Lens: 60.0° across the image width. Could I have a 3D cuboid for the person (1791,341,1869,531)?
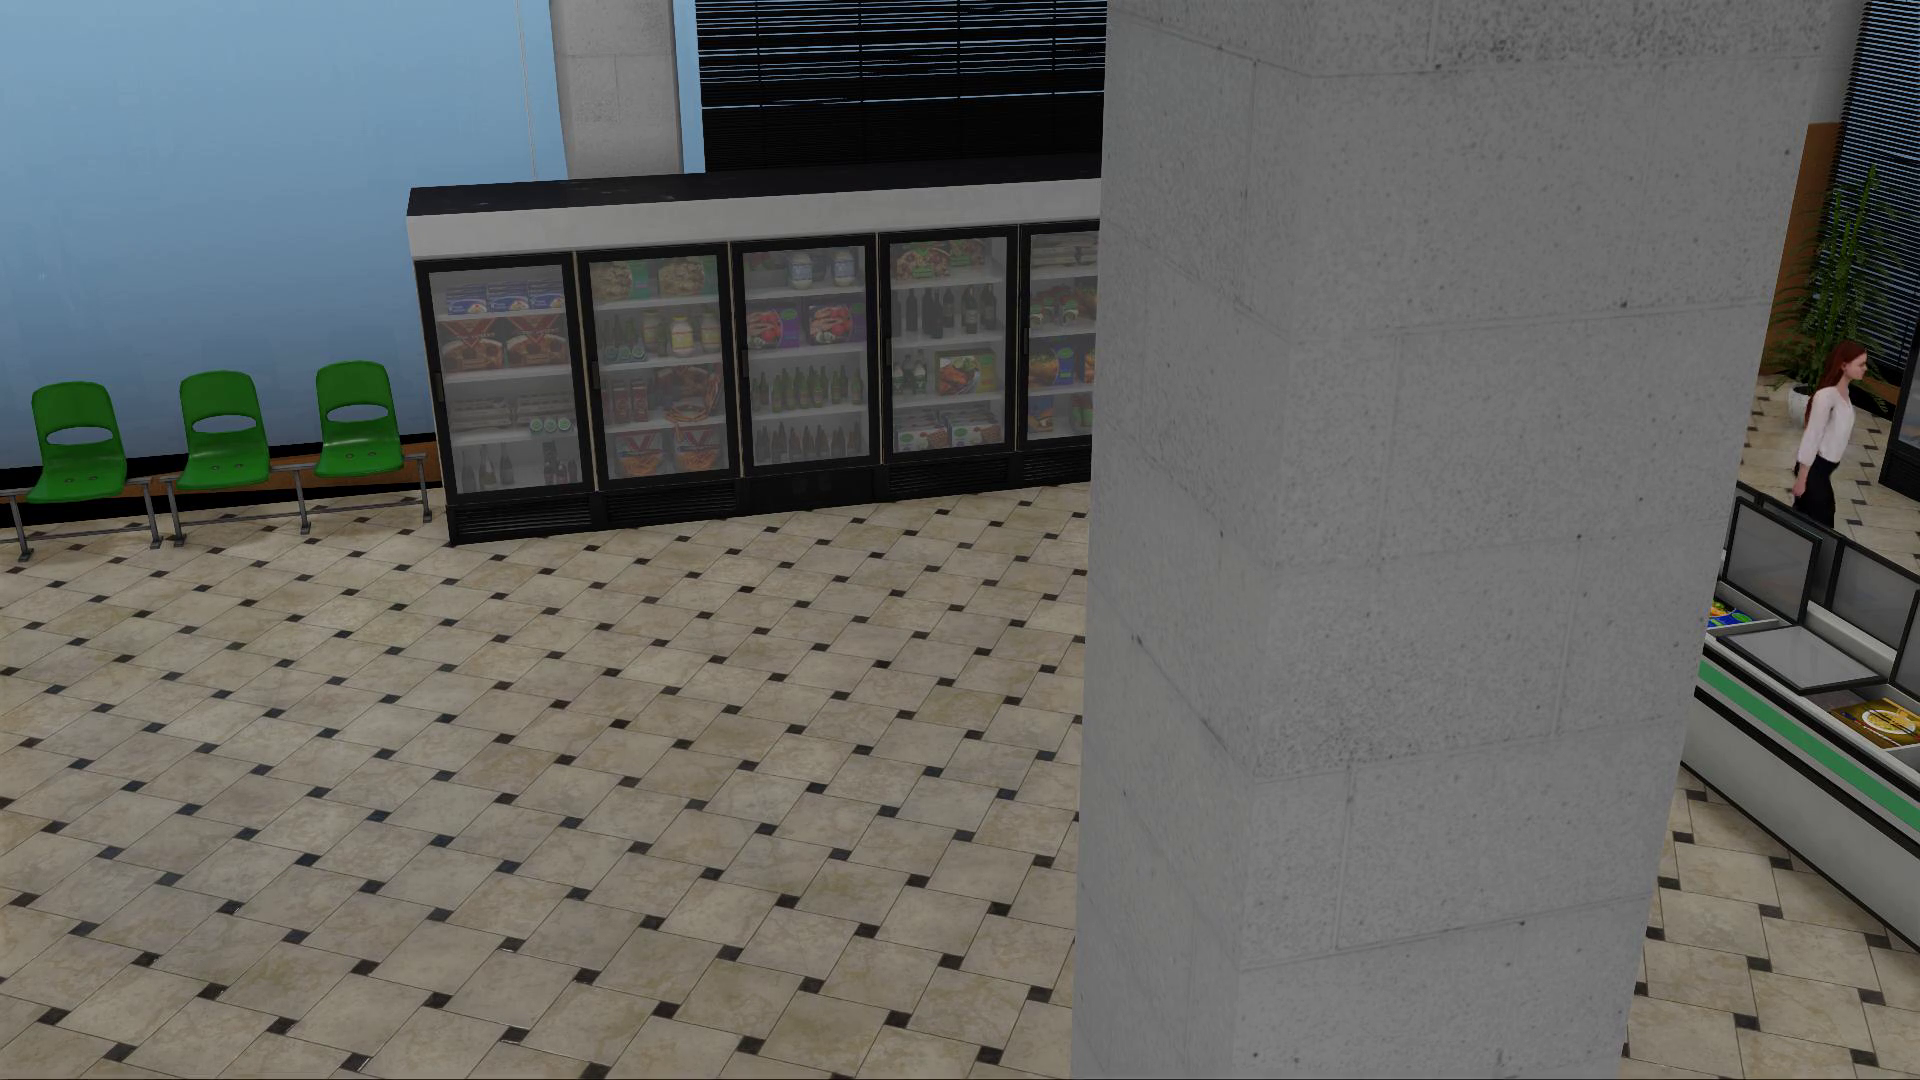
[{"bbox_3d":[5.227,-0.404,10.361,1.135,1.735,0.996,18,29,35],"label":"person"}]
